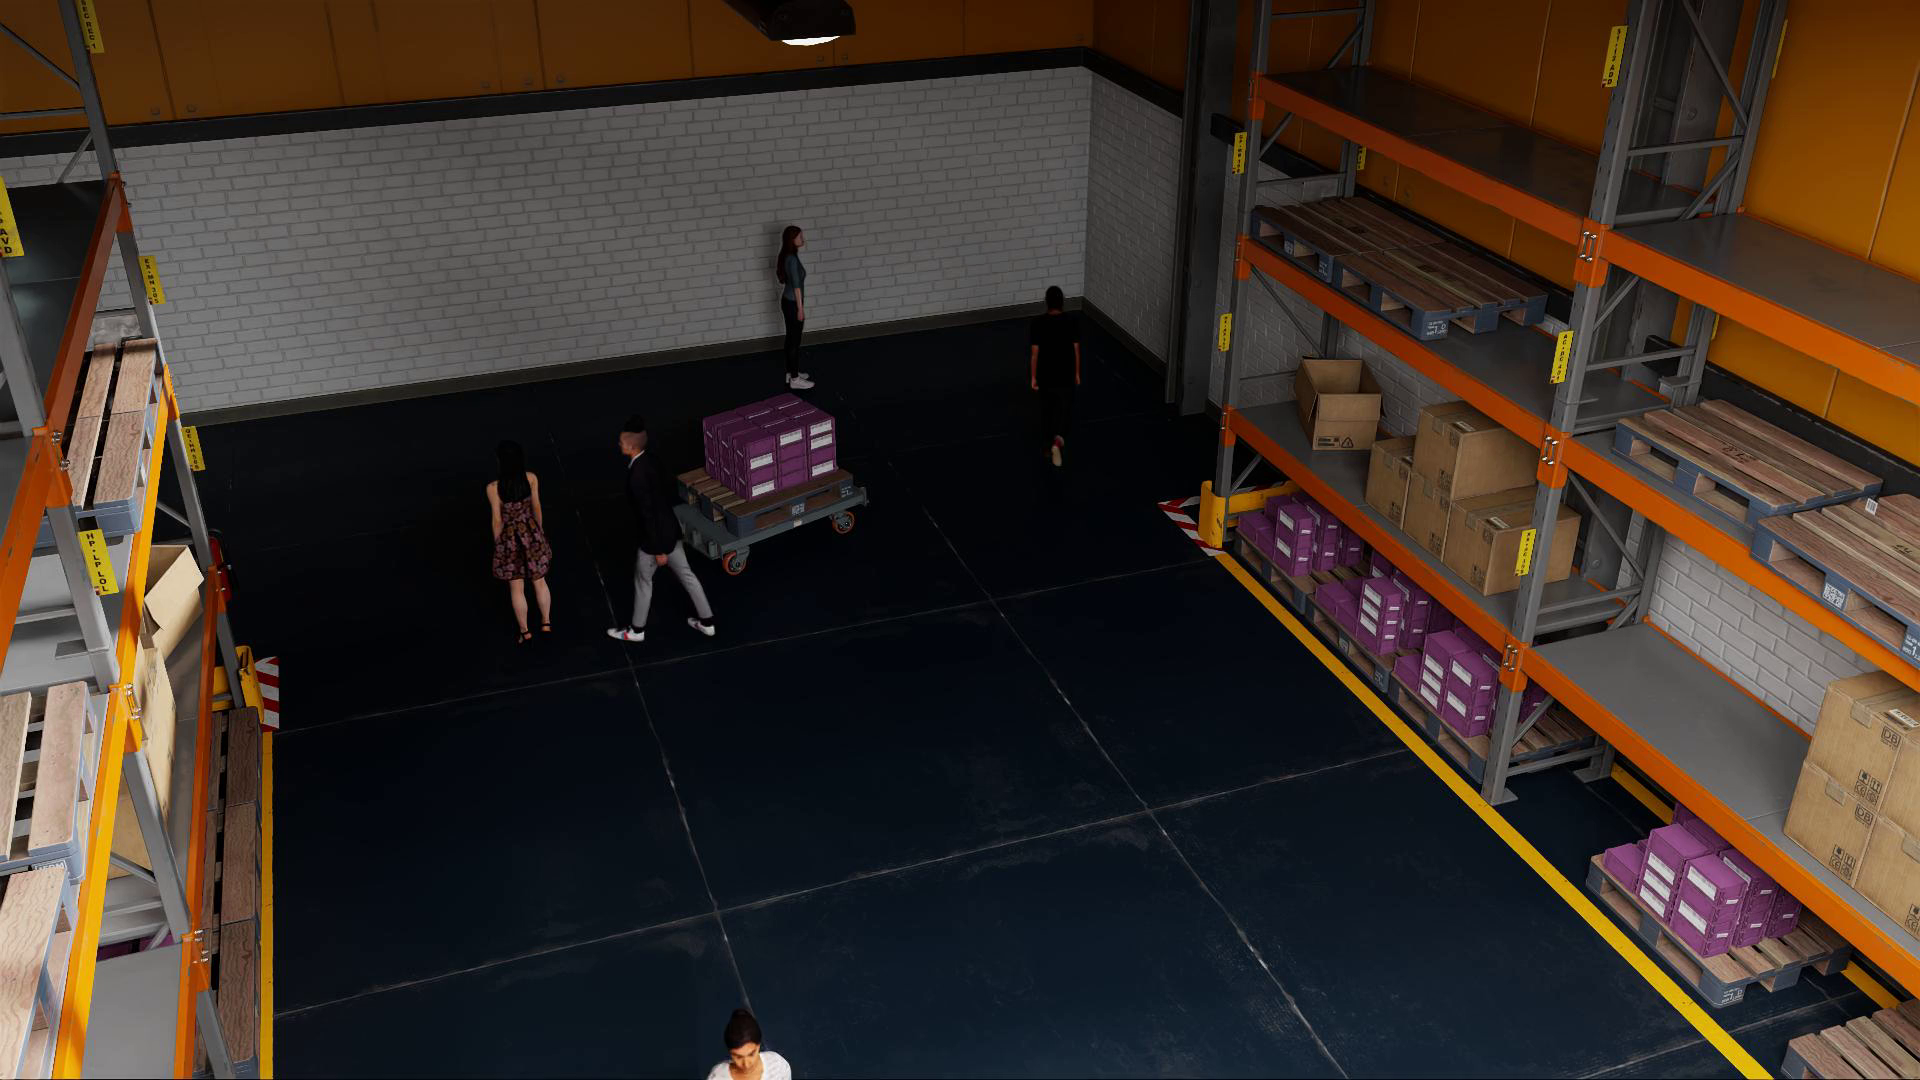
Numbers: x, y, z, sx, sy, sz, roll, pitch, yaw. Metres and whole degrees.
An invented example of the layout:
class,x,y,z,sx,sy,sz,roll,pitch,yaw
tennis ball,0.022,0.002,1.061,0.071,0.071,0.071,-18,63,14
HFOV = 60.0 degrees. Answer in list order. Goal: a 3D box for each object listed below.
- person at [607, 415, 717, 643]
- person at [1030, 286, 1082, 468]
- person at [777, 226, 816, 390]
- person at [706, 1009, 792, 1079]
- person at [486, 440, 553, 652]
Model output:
class,x,y,z,sx,sy,sz,roll,pitch,yaw
person,-2.257,-0.049,12.848,1.080,1.909,1.146,4,29,7
person,0.904,-1.519,15.720,0.912,1.740,1.062,4,29,8
person,-1.739,-2.445,17.416,0.655,1.742,0.476,-8,30,-14
person,-0.991,2.822,7.868,0.585,1.638,0.651,-7,29,-13
person,-3.399,0.030,12.845,0.748,1.773,0.768,-20,35,-32
